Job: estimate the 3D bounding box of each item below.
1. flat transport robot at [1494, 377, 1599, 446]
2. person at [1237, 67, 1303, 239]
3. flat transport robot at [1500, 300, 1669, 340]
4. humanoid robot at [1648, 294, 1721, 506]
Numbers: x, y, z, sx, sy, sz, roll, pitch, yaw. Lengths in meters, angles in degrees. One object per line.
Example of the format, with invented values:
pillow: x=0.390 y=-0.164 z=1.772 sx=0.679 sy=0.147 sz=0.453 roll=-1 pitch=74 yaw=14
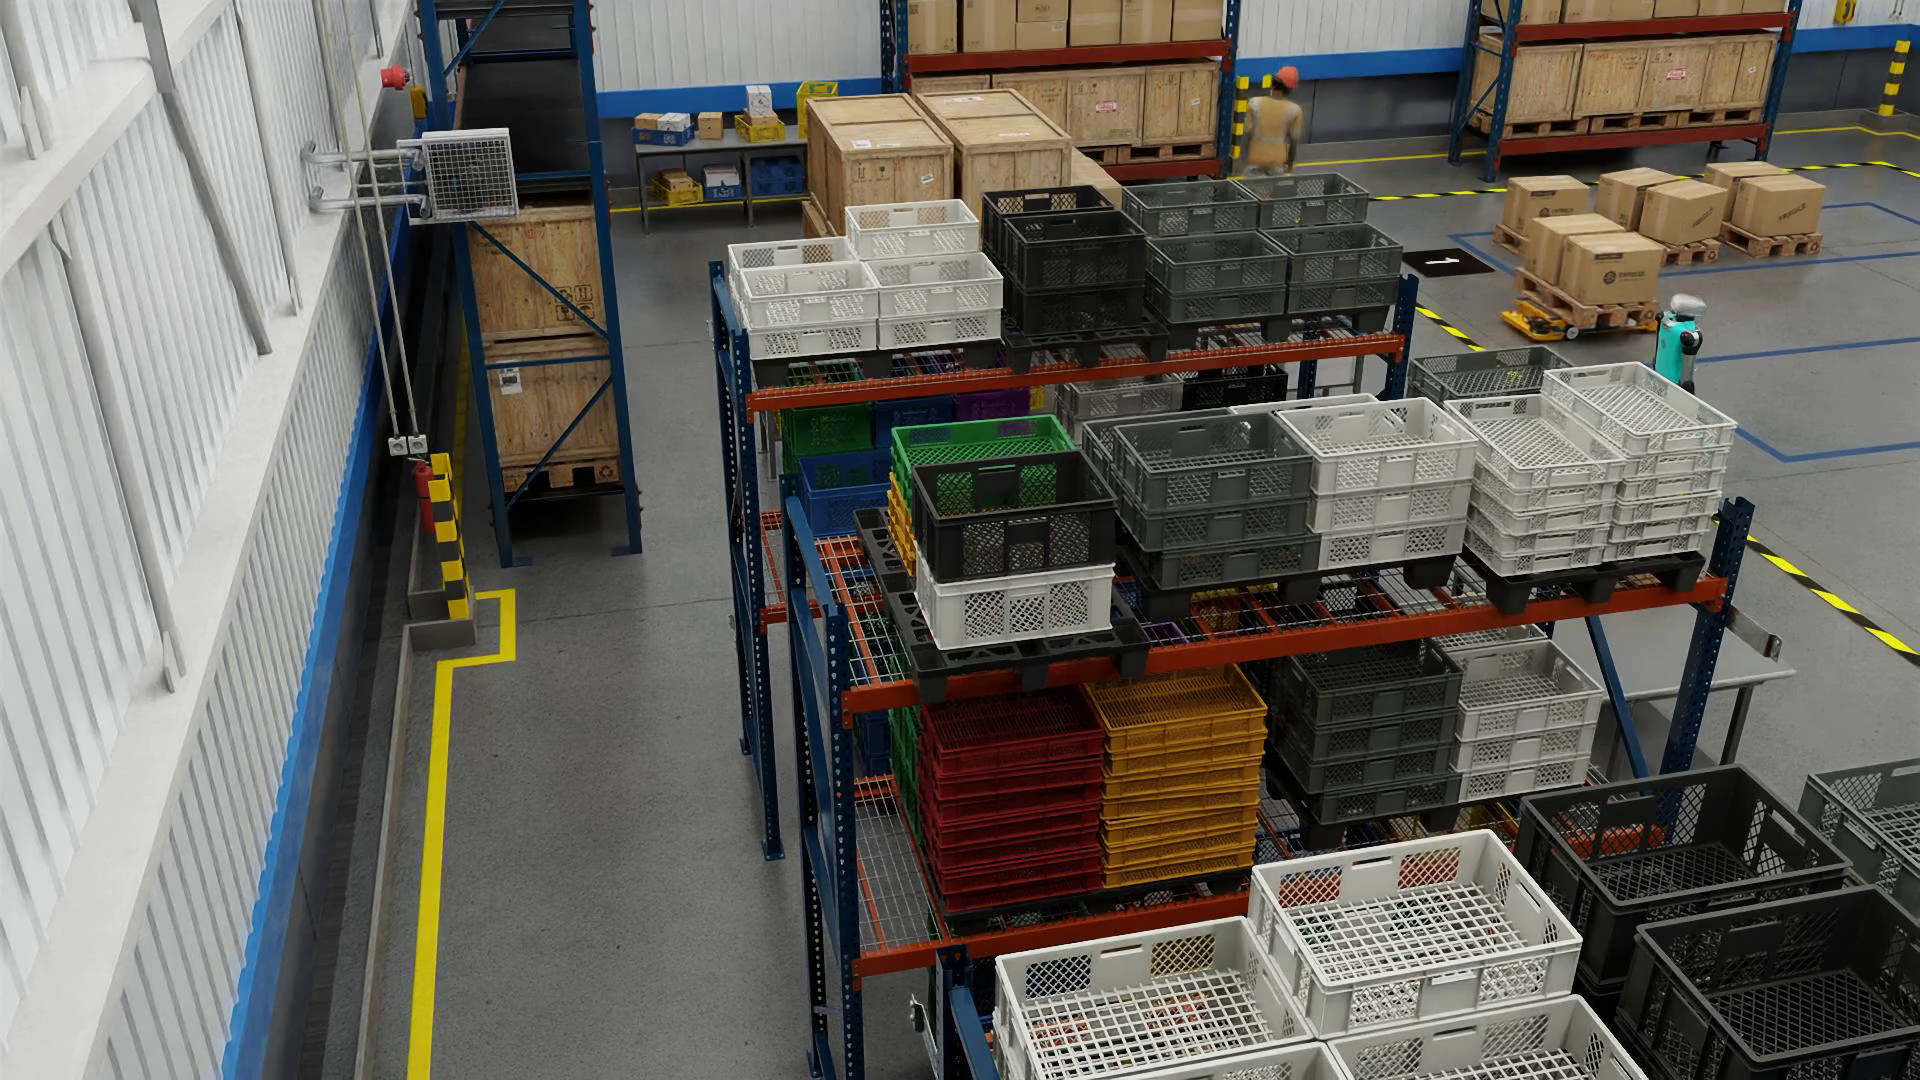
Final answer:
flat transport robot: x=4.780 y=-1.036 z=14.013 sx=0.659 sy=0.231 sz=1.431 roll=-6 pitch=28 yaw=-12
person: x=3.323 y=-4.123 z=18.036 sx=0.694 sy=1.991 sz=0.397 roll=7 pitch=29 yaw=13
flat transport robot: x=6.082 y=-2.198 z=16.187 sx=1.431 sy=0.197 sz=0.652 roll=-6 pitch=28 yaw=-12
humanoid robot: x=5.404 y=-1.001 z=12.227 sx=0.735 sy=1.677 sz=0.533 roll=-2 pitch=28 yaw=-3
